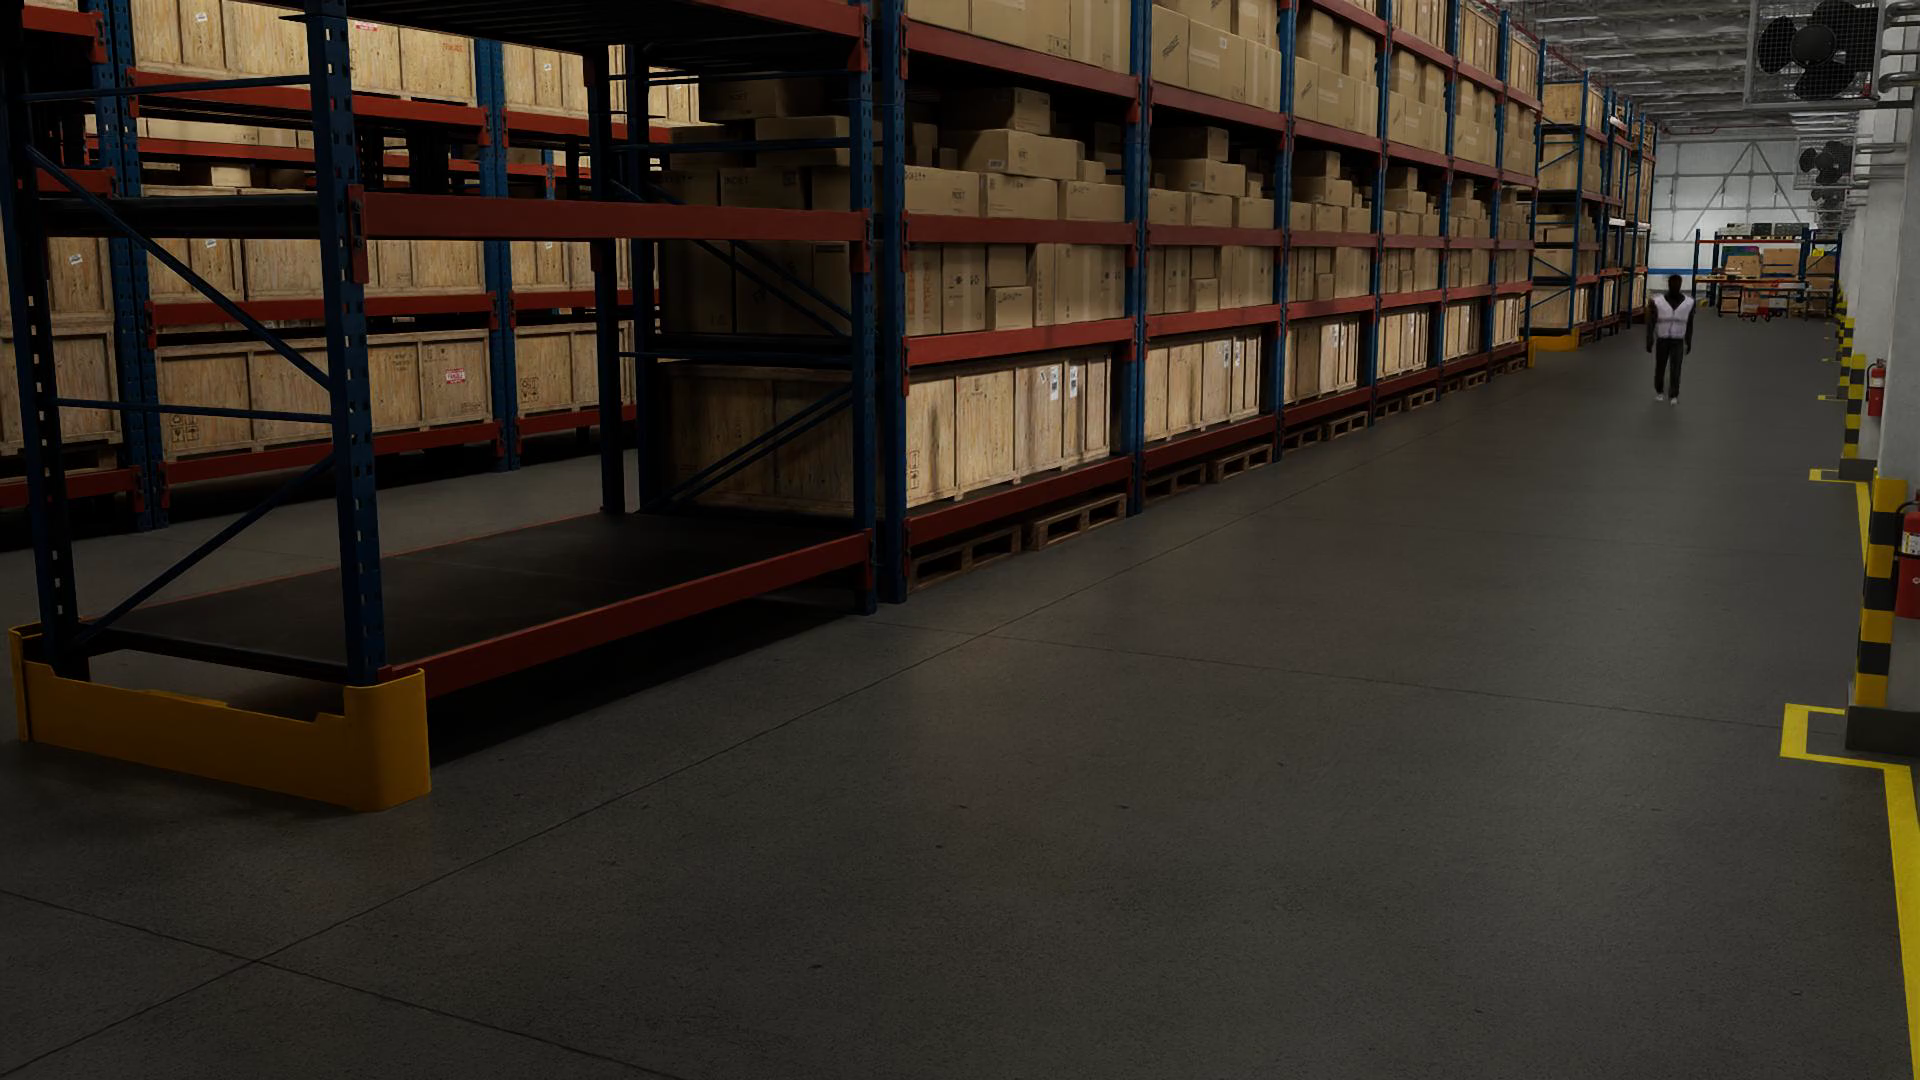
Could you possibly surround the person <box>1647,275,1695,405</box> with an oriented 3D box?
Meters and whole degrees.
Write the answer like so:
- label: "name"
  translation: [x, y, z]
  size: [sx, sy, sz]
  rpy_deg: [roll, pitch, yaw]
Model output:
- label: "person"
  translation: [10.317, -2.922, 24.194]
  size: [0.609, 1.876, 0.997]
  rpy_deg: [3, 10, 16]
